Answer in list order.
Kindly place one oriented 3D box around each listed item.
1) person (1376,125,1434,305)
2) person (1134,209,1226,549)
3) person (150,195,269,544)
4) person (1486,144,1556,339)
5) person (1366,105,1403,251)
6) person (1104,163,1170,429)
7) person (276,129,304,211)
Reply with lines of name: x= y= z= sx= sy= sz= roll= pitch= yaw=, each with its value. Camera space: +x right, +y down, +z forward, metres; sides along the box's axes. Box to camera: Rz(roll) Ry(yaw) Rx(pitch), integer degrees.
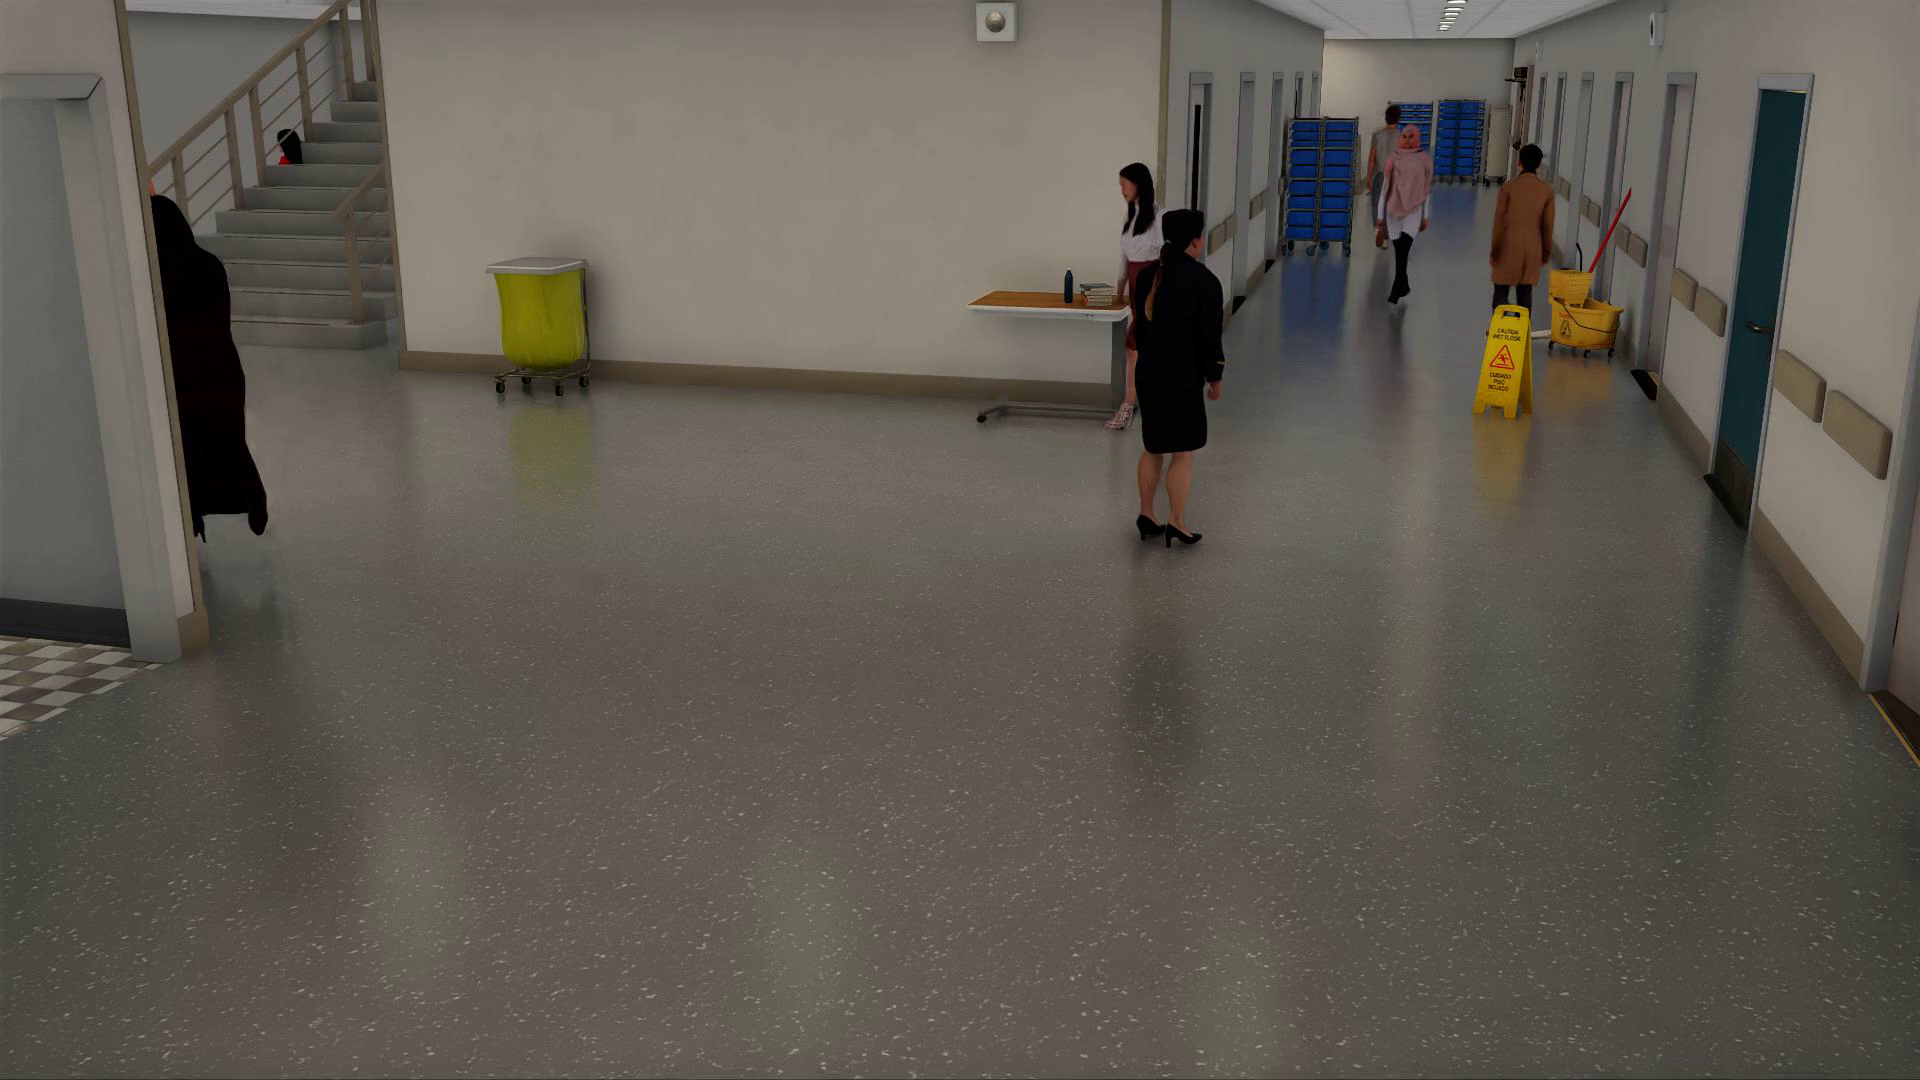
person: x=4.532 y=-3.282 z=16.948 sx=0.779 sy=1.750 sz=1.238 roll=7 pitch=17 yaw=23
person: x=1.055 y=-0.797 z=8.280 sx=0.809 sy=1.671 sz=0.795 roll=-15 pitch=22 yaw=-42
person: x=-3.682 y=-0.769 z=8.074 sx=1.005 sy=1.728 sz=1.040 roll=15 pitch=21 yaw=42
person: x=4.675 y=-2.409 z=13.853 sx=0.742 sy=1.707 sz=0.948 roll=2 pitch=16 yaw=8
person: x=5.616 y=-4.740 z=21.884 sx=0.675 sy=1.878 sz=1.034 roll=4 pitch=16 yaw=13
person: x=1.299 y=-1.597 z=11.032 sx=0.987 sy=1.717 sz=0.926 roll=-10 pitch=19 yaw=-32
person: x=-6.902 y=-3.385 z=17.318 sx=0.702 sy=1.748 sz=0.577 roll=2 pitch=16 yaw=7
